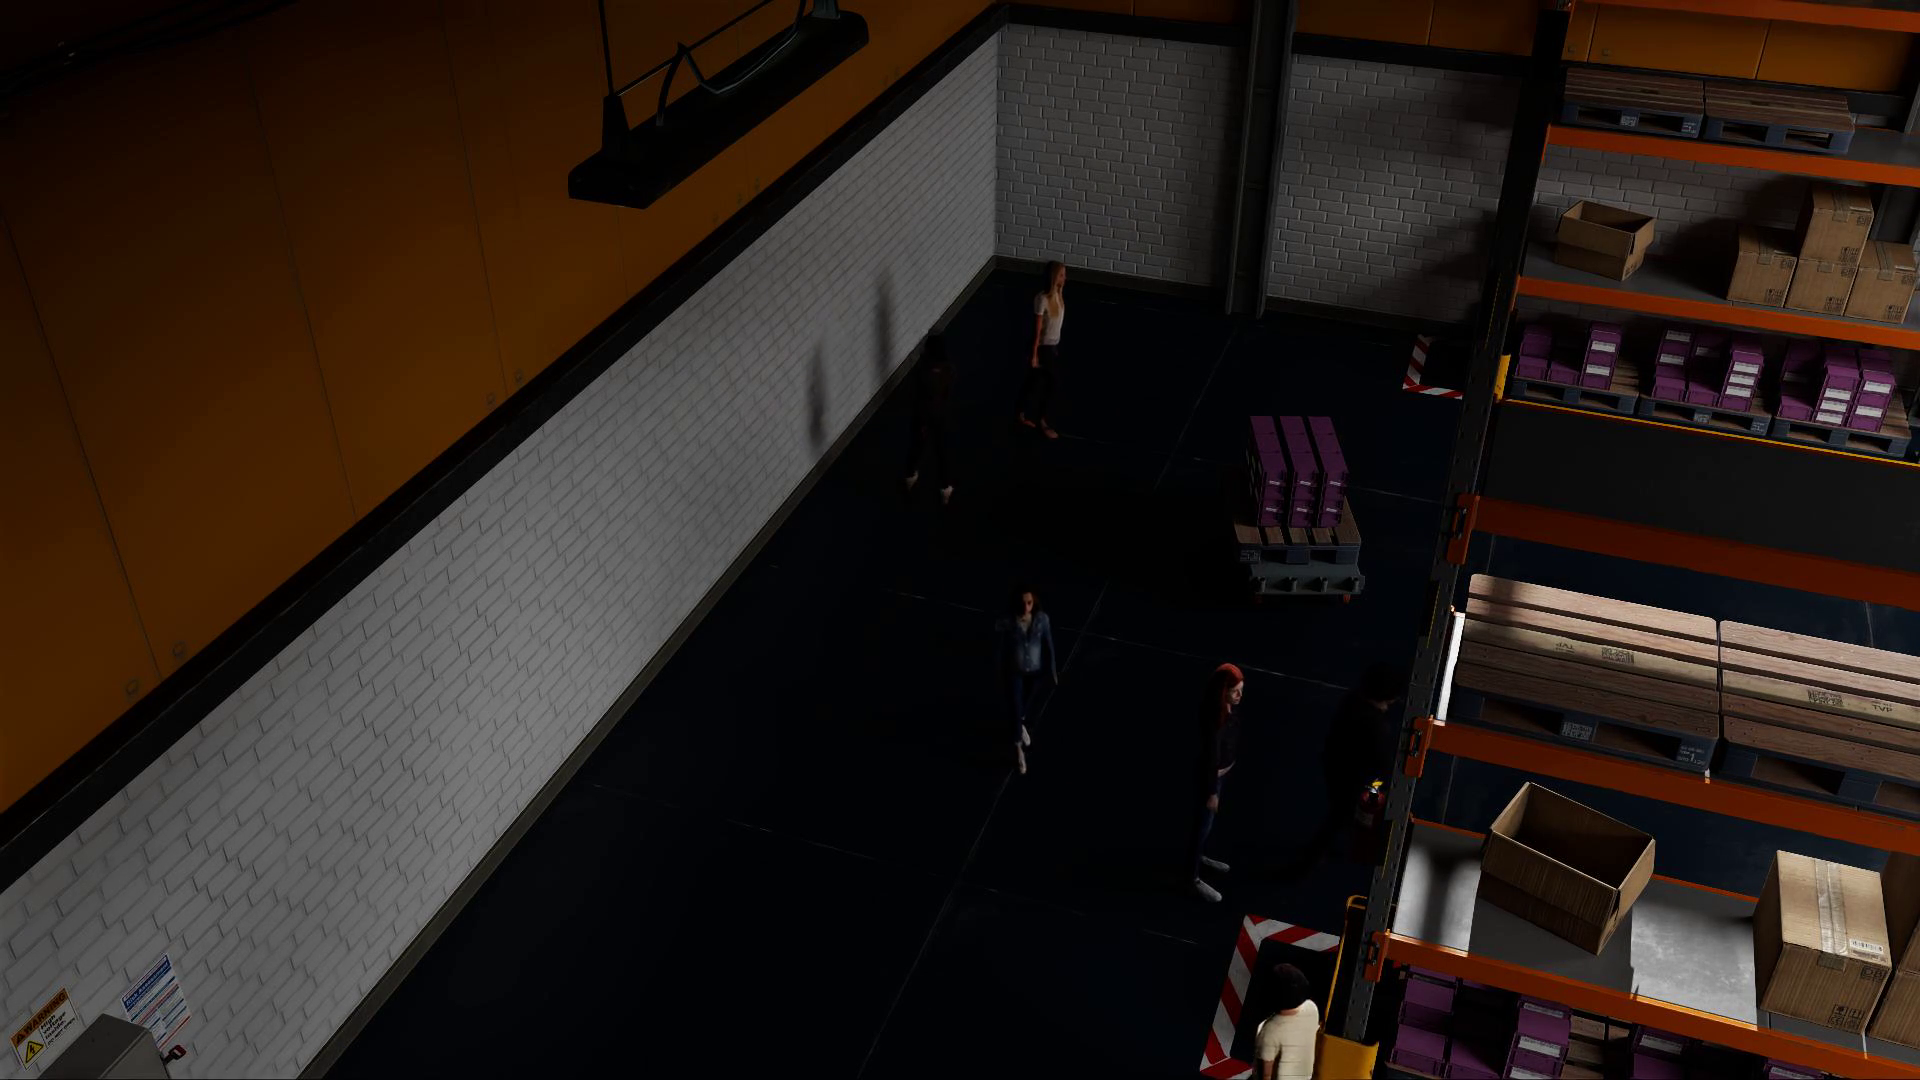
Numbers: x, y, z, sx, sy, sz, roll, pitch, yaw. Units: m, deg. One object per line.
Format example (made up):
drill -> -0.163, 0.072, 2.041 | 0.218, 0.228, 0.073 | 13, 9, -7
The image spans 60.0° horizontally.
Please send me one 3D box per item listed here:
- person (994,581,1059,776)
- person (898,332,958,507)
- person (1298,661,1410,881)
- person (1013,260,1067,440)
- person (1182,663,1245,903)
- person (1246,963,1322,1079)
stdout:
person -> 0.439, 0.878, 11.940 | 0.866, 1.460, 0.886 | -9, 35, -13
person -> -0.280, -1.160, 14.838 | 0.939, 1.645, 0.961 | -18, 38, -25
person -> 2.449, 1.535, 10.707 | 1.105, 1.730, 1.028 | -16, 37, -23
person -> 0.714, -1.802, 15.670 | 0.715, 1.793, 0.614 | 10, 35, 14
person -> 1.626, 1.525, 10.668 | 0.526, 1.790, 0.567 | 13, 36, 18
person -> 1.747, 2.913, 8.798 | 0.967, 1.549, 1.044 | -16, 37, -23
